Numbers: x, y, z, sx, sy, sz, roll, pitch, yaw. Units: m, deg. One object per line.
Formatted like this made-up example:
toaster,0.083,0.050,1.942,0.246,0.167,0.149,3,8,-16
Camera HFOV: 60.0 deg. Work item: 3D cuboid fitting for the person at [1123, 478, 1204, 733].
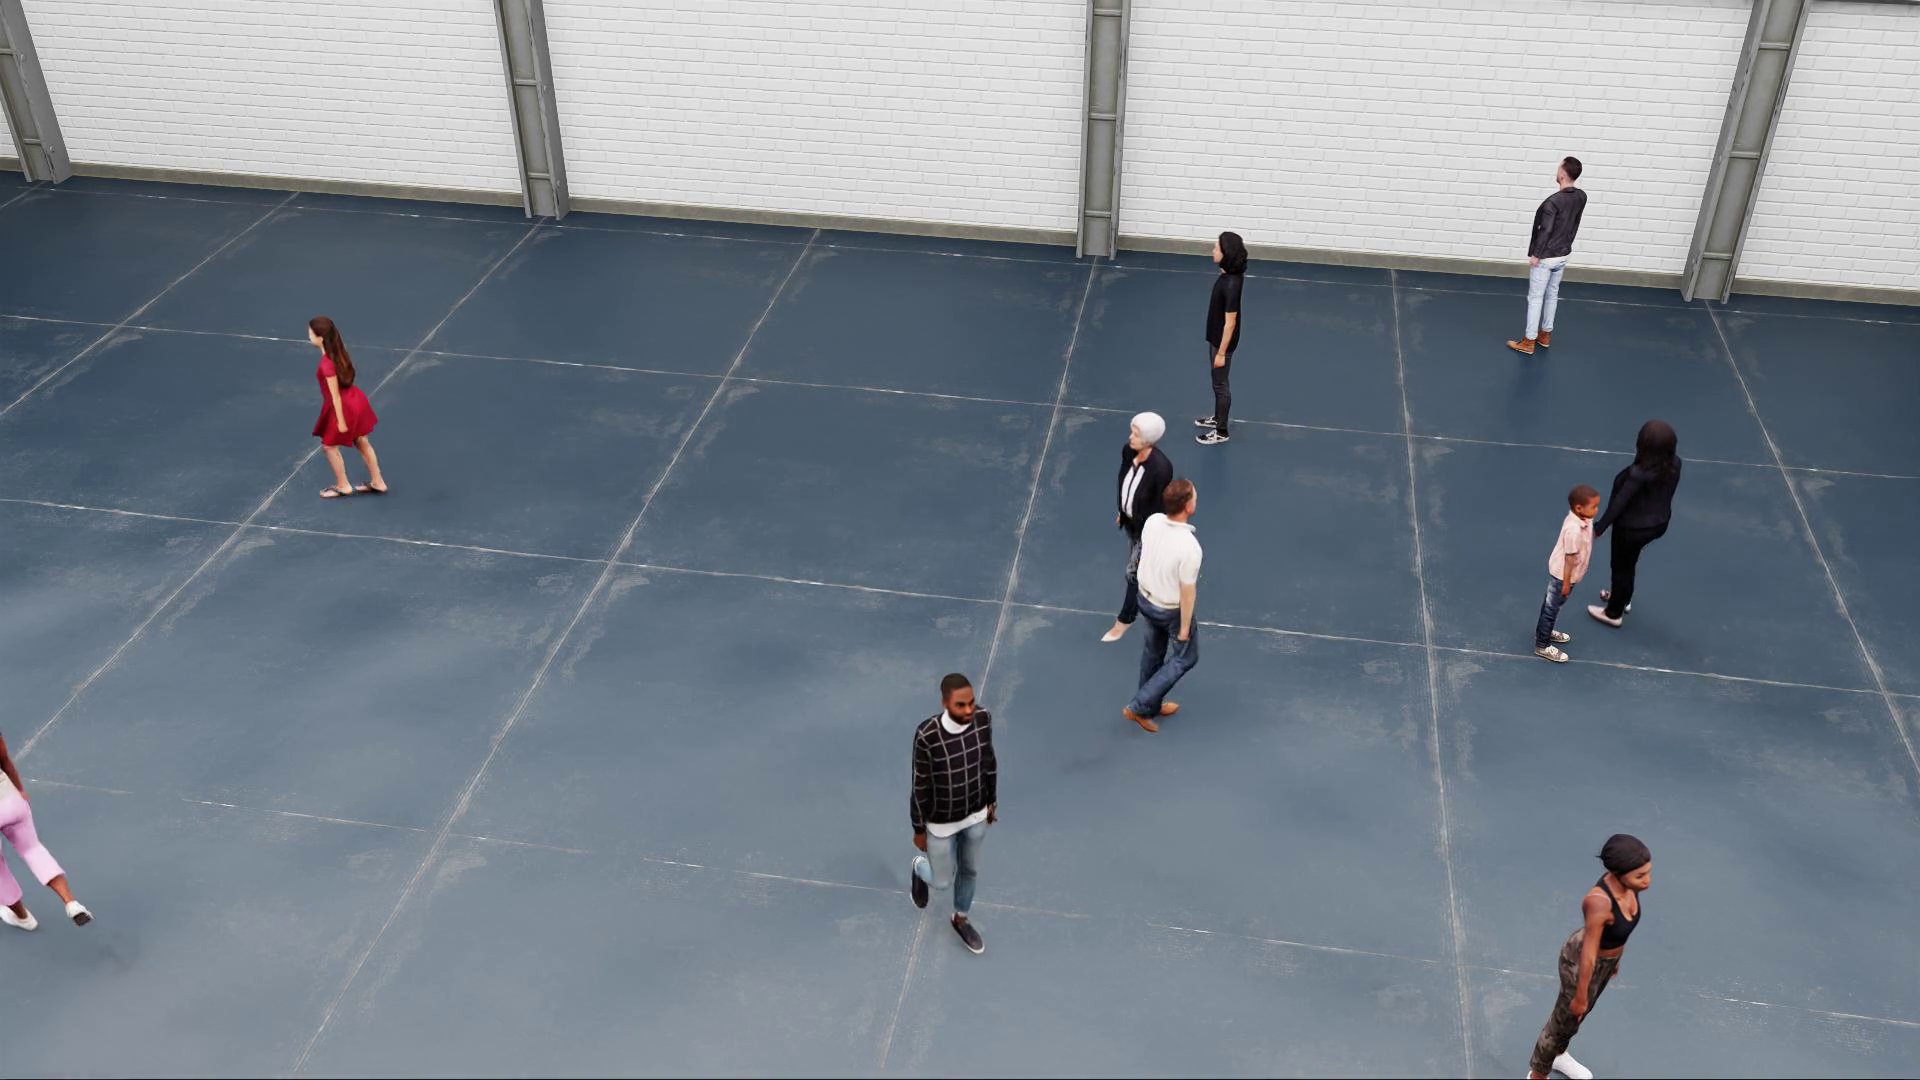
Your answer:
person,1.204,0.451,10.427,0.932,1.839,0.871,-19,38,-26

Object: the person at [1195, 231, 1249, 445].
person,2.159,-1.666,13.617,0.527,1.835,0.649,3,34,5

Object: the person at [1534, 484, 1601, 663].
person,4.101,0.196,11.292,0.530,1.307,0.540,12,36,18

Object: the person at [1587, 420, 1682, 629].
person,4.694,-0.066,11.414,0.787,1.607,0.838,-23,40,-31

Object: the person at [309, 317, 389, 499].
person,-4.706,-1.017,12.909,0.768,1.536,0.623,0,34,0

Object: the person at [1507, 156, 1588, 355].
person,5.321,-2.562,14.963,0.719,1.837,0.784,-20,39,-28

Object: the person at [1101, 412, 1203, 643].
person,1.319,-0.148,11.105,1.161,1.769,1.094,-13,36,-19

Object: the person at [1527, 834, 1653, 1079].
person,3.074,2.079,8.105,0.678,1.699,0.659,27,42,34

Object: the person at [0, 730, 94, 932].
person,-5.147,1.504,8.946,1.003,1.725,0.792,18,38,25

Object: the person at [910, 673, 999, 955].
person,-0.079,1.414,9.005,0.947,1.811,0.995,-17,37,-24
